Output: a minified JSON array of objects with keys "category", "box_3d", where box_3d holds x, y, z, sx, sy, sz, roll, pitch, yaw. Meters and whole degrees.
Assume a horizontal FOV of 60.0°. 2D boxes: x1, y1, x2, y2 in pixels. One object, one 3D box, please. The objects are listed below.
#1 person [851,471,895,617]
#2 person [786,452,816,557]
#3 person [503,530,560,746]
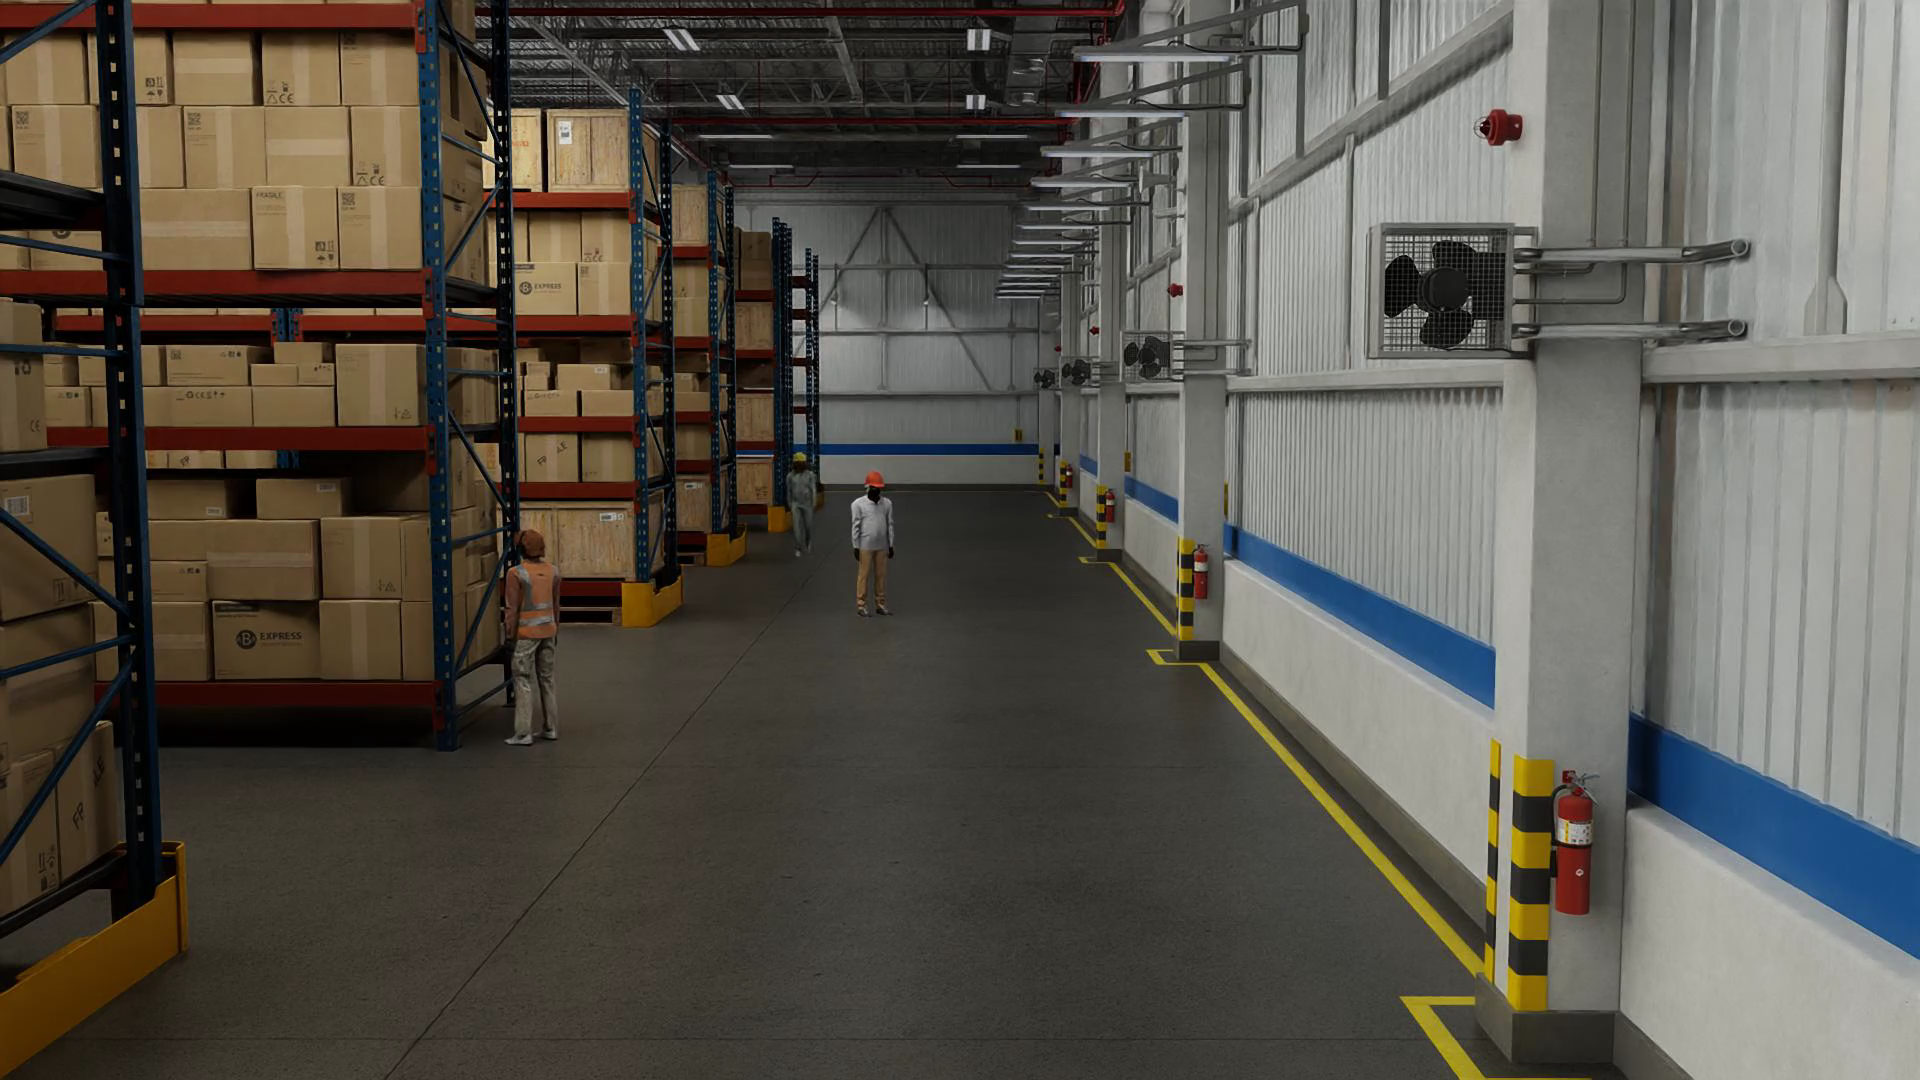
[{"category":"person","box_3d":[-1.028,0.052,19.847,0.565,1.745,0.349,-3,6,-32]},{"category":"person","box_3d":[-2.620,-0.596,27.435,0.499,1.732,0.439,0,5,-2]},{"category":"person","box_3d":[-3.222,0.734,12.579,0.313,1.630,0.524,3,6,32]}]
